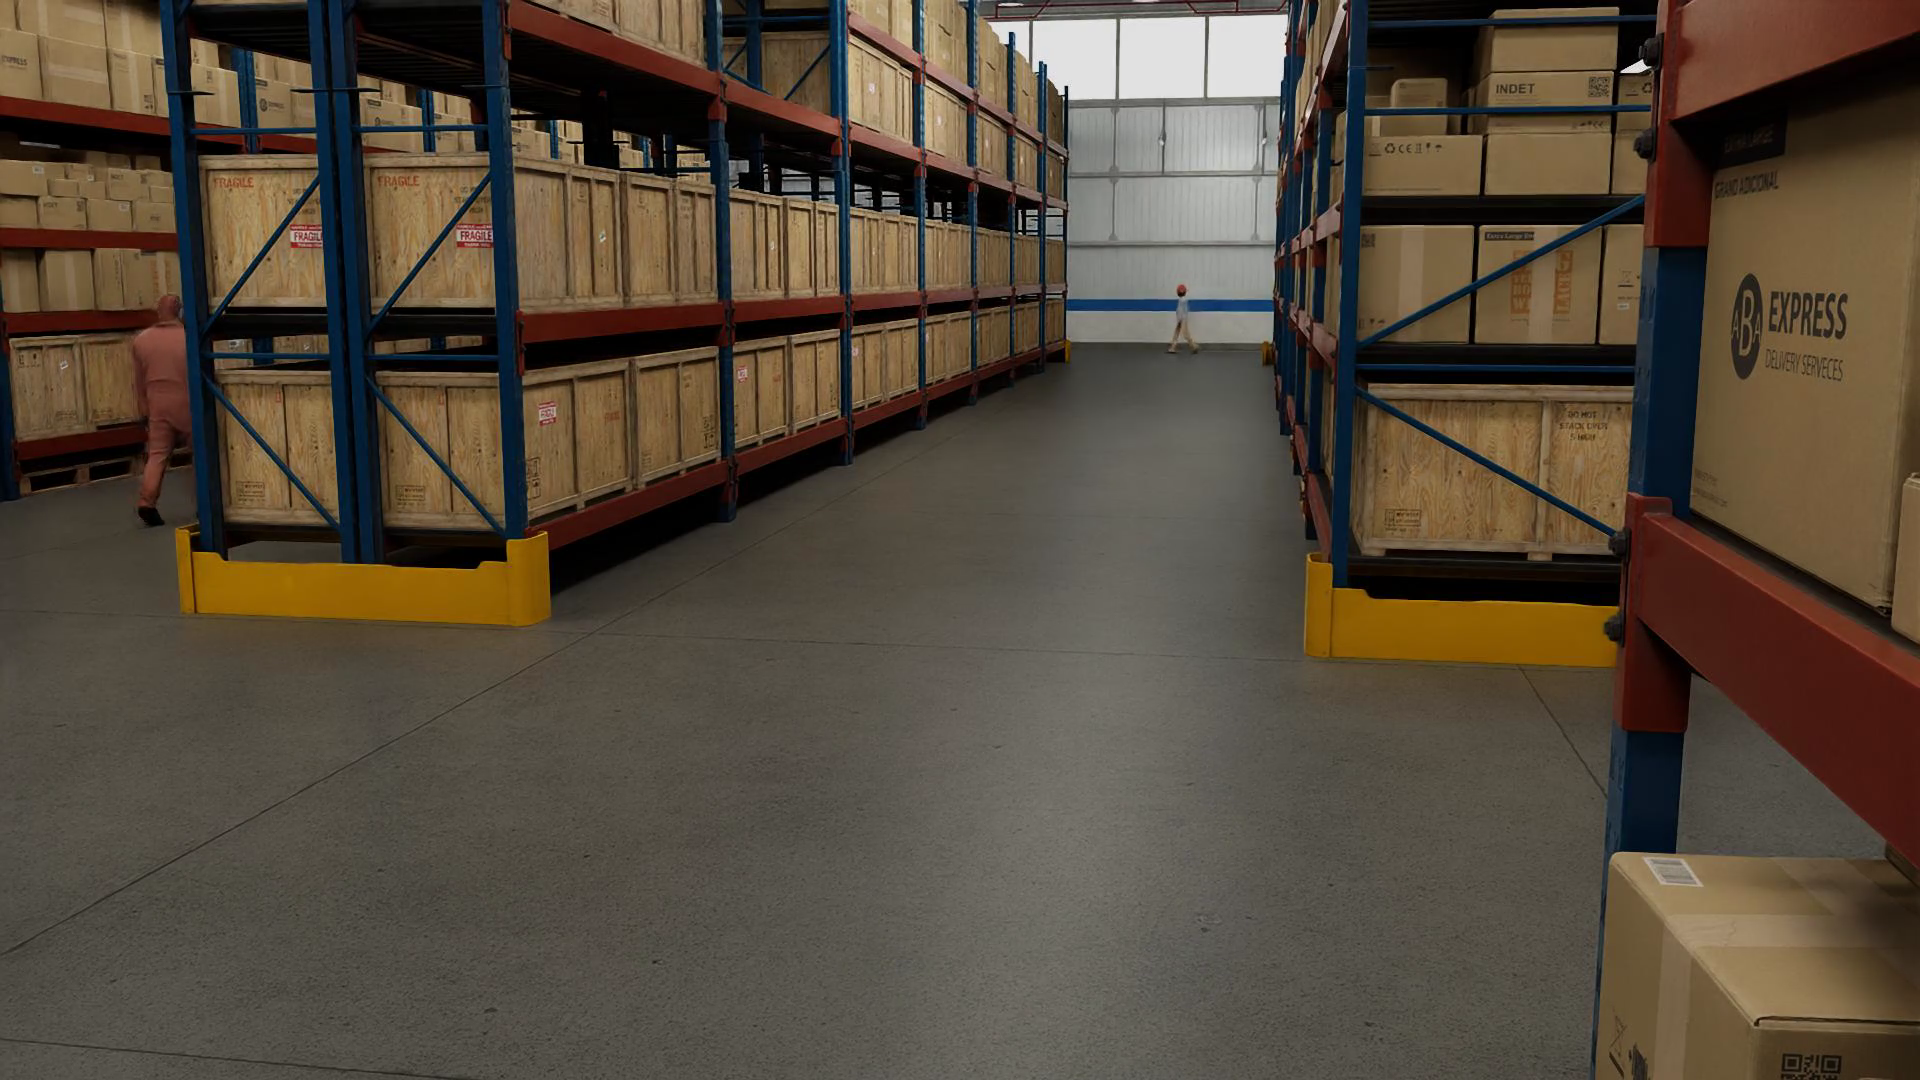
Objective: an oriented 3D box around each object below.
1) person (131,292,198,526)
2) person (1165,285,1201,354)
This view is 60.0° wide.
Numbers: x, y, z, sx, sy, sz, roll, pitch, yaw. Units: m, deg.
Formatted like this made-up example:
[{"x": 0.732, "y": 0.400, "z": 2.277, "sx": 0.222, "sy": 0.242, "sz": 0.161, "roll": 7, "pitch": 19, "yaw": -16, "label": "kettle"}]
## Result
[{"x": -6.338, "y": -1.059, "z": 13.393, "sx": 0.651, "sy": 1.870, "sz": 0.936, "roll": 1, "pitch": 9, "yaw": 5, "label": "person"}, {"x": 5.521, "y": -5.418, "z": 40.892, "sx": 0.836, "sy": 1.723, "sz": 0.570, "roll": 1, "pitch": 9, "yaw": 8, "label": "person"}]
